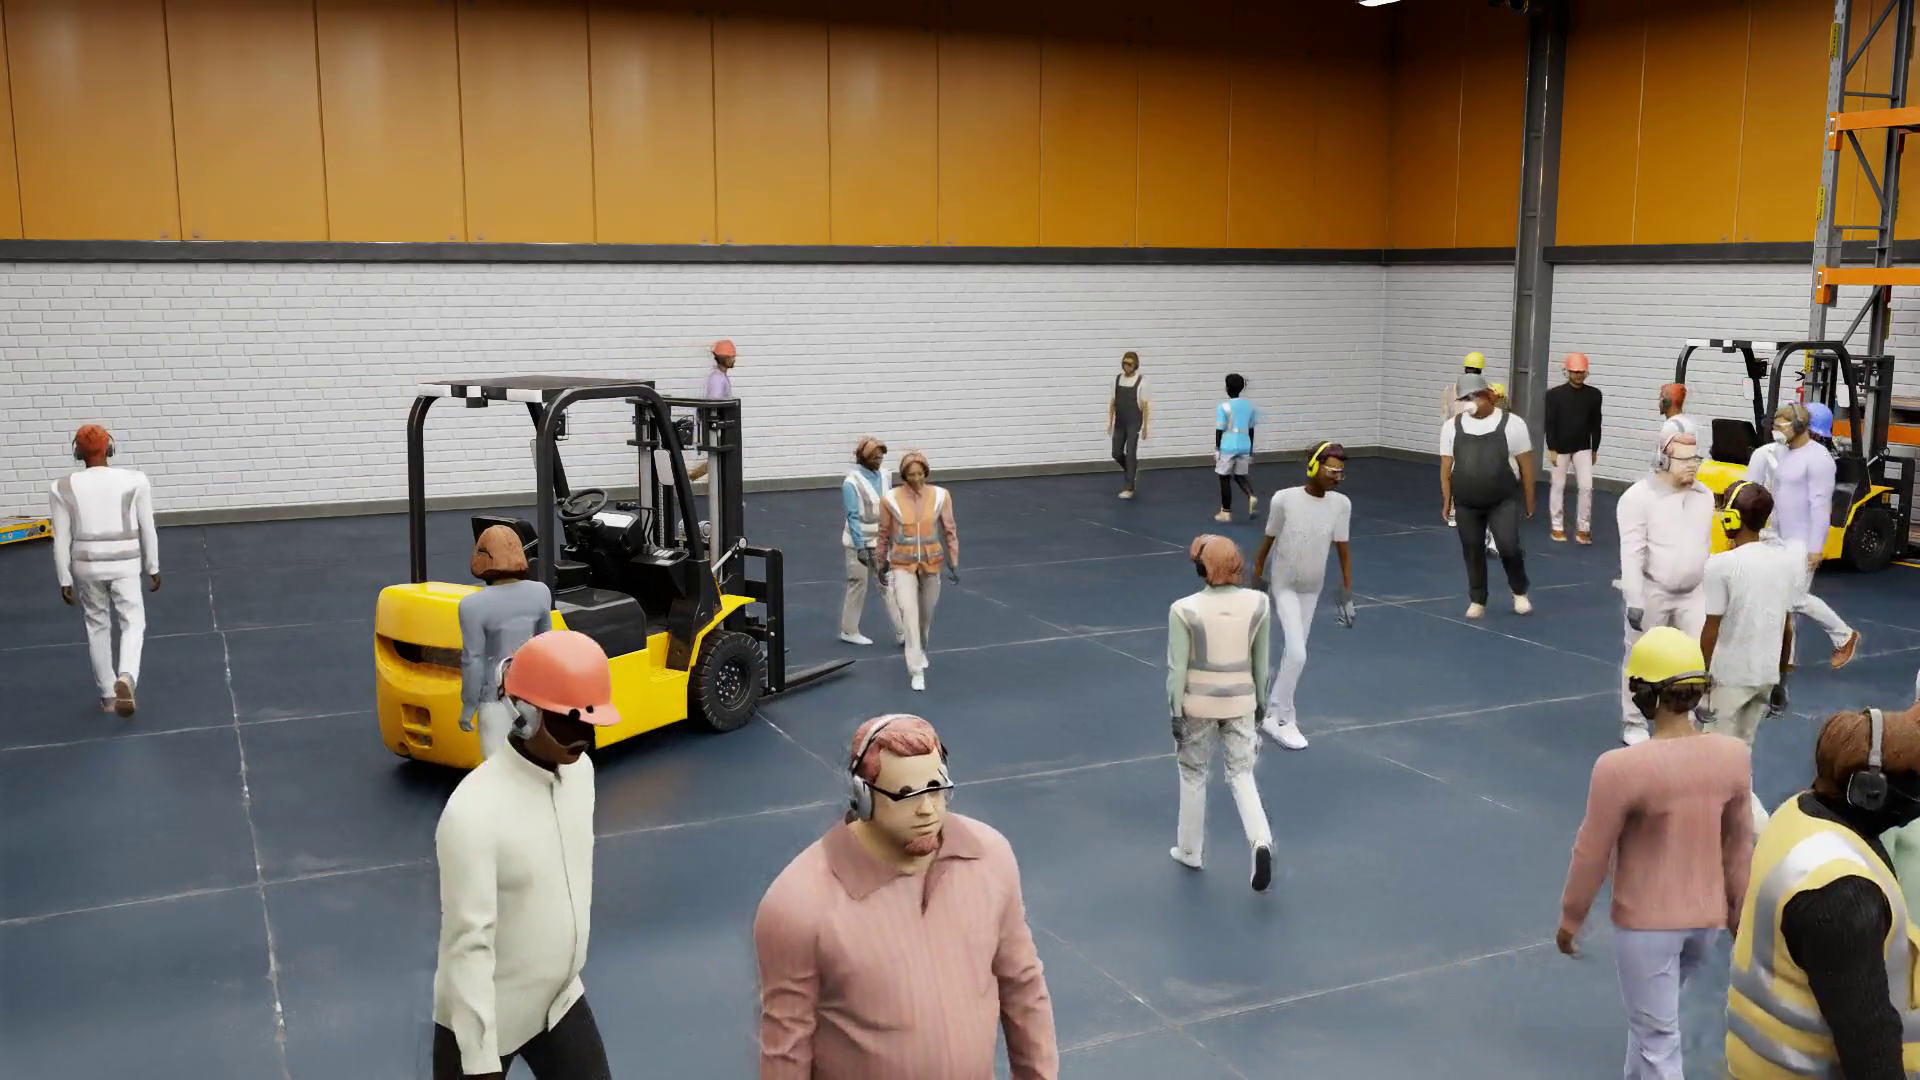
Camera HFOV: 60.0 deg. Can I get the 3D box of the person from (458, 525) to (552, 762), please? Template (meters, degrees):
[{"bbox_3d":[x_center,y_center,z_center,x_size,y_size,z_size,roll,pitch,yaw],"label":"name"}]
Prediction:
[{"bbox_3d":[-2.111,0.741,7.748,0.280,1.633,0.500,7,11,37],"label":"person"}]

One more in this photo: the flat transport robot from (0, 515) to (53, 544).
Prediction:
[{"bbox_3d":[-9.919,-0.059,16.924,0.652,0.197,1.431,3,10,18],"label":"flat transport robot"}]

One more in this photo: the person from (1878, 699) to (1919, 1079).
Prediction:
[{"bbox_3d":[2.845,1.223,4.850,0.512,1.597,0.732,-6,11,-32],"label":"person"}]

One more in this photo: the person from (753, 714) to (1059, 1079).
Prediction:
[{"bbox_3d":[-0.104,1.282,3.712,0.650,1.858,0.991,-7,11,-37],"label":"person"}]

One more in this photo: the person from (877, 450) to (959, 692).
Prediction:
[{"bbox_3d":[-0.302,0.166,11.400,0.538,1.603,0.837,-2,9,-12],"label":"person"}]

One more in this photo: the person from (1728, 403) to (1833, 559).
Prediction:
[{"bbox_3d":[5.722,-0.014,11.590,0.683,1.902,0.516,-1,9,-3],"label":"person"}]

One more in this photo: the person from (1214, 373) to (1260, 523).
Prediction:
[{"bbox_3d":[3.063,-1.007,18.412,0.546,1.680,0.560,-5,10,-27],"label":"person"}]

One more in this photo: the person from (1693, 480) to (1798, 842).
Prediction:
[{"bbox_3d":[3.635,0.658,7.618,0.523,1.853,0.639,-3,10,-18],"label":"person"}]

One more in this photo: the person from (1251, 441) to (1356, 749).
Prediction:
[{"bbox_3d":[2.007,0.314,9.805,0.541,1.817,0.638,-3,10,-18],"label":"person"}]

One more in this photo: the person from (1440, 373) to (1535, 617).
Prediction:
[{"bbox_3d":[4.228,-0.378,13.427,0.777,2.000,0.553,5,10,28],"label":"person"}]

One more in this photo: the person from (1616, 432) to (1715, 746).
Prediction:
[{"bbox_3d":[4.065,0.329,9.520,0.641,1.889,0.590,-2,9,-11],"label":"person"}]

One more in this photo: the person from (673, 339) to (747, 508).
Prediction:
[{"bbox_3d":[-2.939,-1.344,19.519,0.748,2.023,0.623,0,9,-2],"label":"person"}]

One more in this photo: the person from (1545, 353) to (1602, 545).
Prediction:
[{"bbox_3d":[6.310,-0.932,17.085,0.605,1.964,0.747,1,9,5],"label":"person"}]

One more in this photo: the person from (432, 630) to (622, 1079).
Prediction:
[{"bbox_3d":[-1.078,1.172,4.180,1.053,1.923,0.698,3,10,19],"label":"person"}]

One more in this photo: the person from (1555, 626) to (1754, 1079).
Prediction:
[{"bbox_3d":[2.065,1.113,5.076,0.552,1.736,0.741,-3,10,-17],"label":"person"}]

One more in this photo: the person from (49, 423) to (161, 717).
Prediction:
[{"bbox_3d":[-5.331,0.204,10.387,0.588,1.860,0.730,-4,10,-21],"label":"person"}]

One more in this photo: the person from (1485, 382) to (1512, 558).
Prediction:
[{"bbox_3d":[5.199,-0.674,16.262,0.490,1.723,0.394,6,11,34],"label":"person"}]

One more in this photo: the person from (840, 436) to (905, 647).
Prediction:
[{"bbox_3d":[-0.620,0.026,12.262,0.740,1.595,0.585,7,11,35],"label":"person"}]

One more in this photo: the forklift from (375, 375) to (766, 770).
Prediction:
[{"bbox_3d":[-2.268,0.149,9.685,1.214,2.155,2.313,6,11,32],"label":"forklift"}]

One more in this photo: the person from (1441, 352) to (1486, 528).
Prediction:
[{"bbox_3d":[5.552,-1.079,18.126,0.595,1.925,0.373,6,11,32],"label":"person"}]

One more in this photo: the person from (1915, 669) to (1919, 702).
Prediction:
[{"bbox_3d":[3.968,0.965,6.460,0.504,1.597,0.842,4,10,25],"label":"person"}]

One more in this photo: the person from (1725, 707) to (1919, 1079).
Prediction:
[{"bbox_3d":[2.106,1.275,3.956,0.979,1.785,0.658,4,10,25],"label":"person"}]

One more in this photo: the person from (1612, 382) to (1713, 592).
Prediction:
[{"bbox_3d":[6.241,-0.443,14.441,0.894,1.855,0.588,7,12,38],"label":"person"}]

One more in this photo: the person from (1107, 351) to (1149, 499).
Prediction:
[{"bbox_3d":[2.110,-1.440,20.676,0.532,1.831,0.584,6,11,32],"label":"person"}]

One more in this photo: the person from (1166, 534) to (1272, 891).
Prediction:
[{"bbox_3d":[1.194,0.777,7.571,0.520,1.614,0.675,-2,9,-11],"label":"person"}]

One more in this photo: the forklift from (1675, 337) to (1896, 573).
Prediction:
[{"bbox_3d":[7.551,-0.789,15.507,2.313,2.155,1.214,-4,10,-25],"label":"forklift"}]

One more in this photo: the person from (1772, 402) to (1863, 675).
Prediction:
[{"bbox_3d":[5.826,0.013,11.424,0.592,1.914,0.643,0,9,-2],"label":"person"}]
